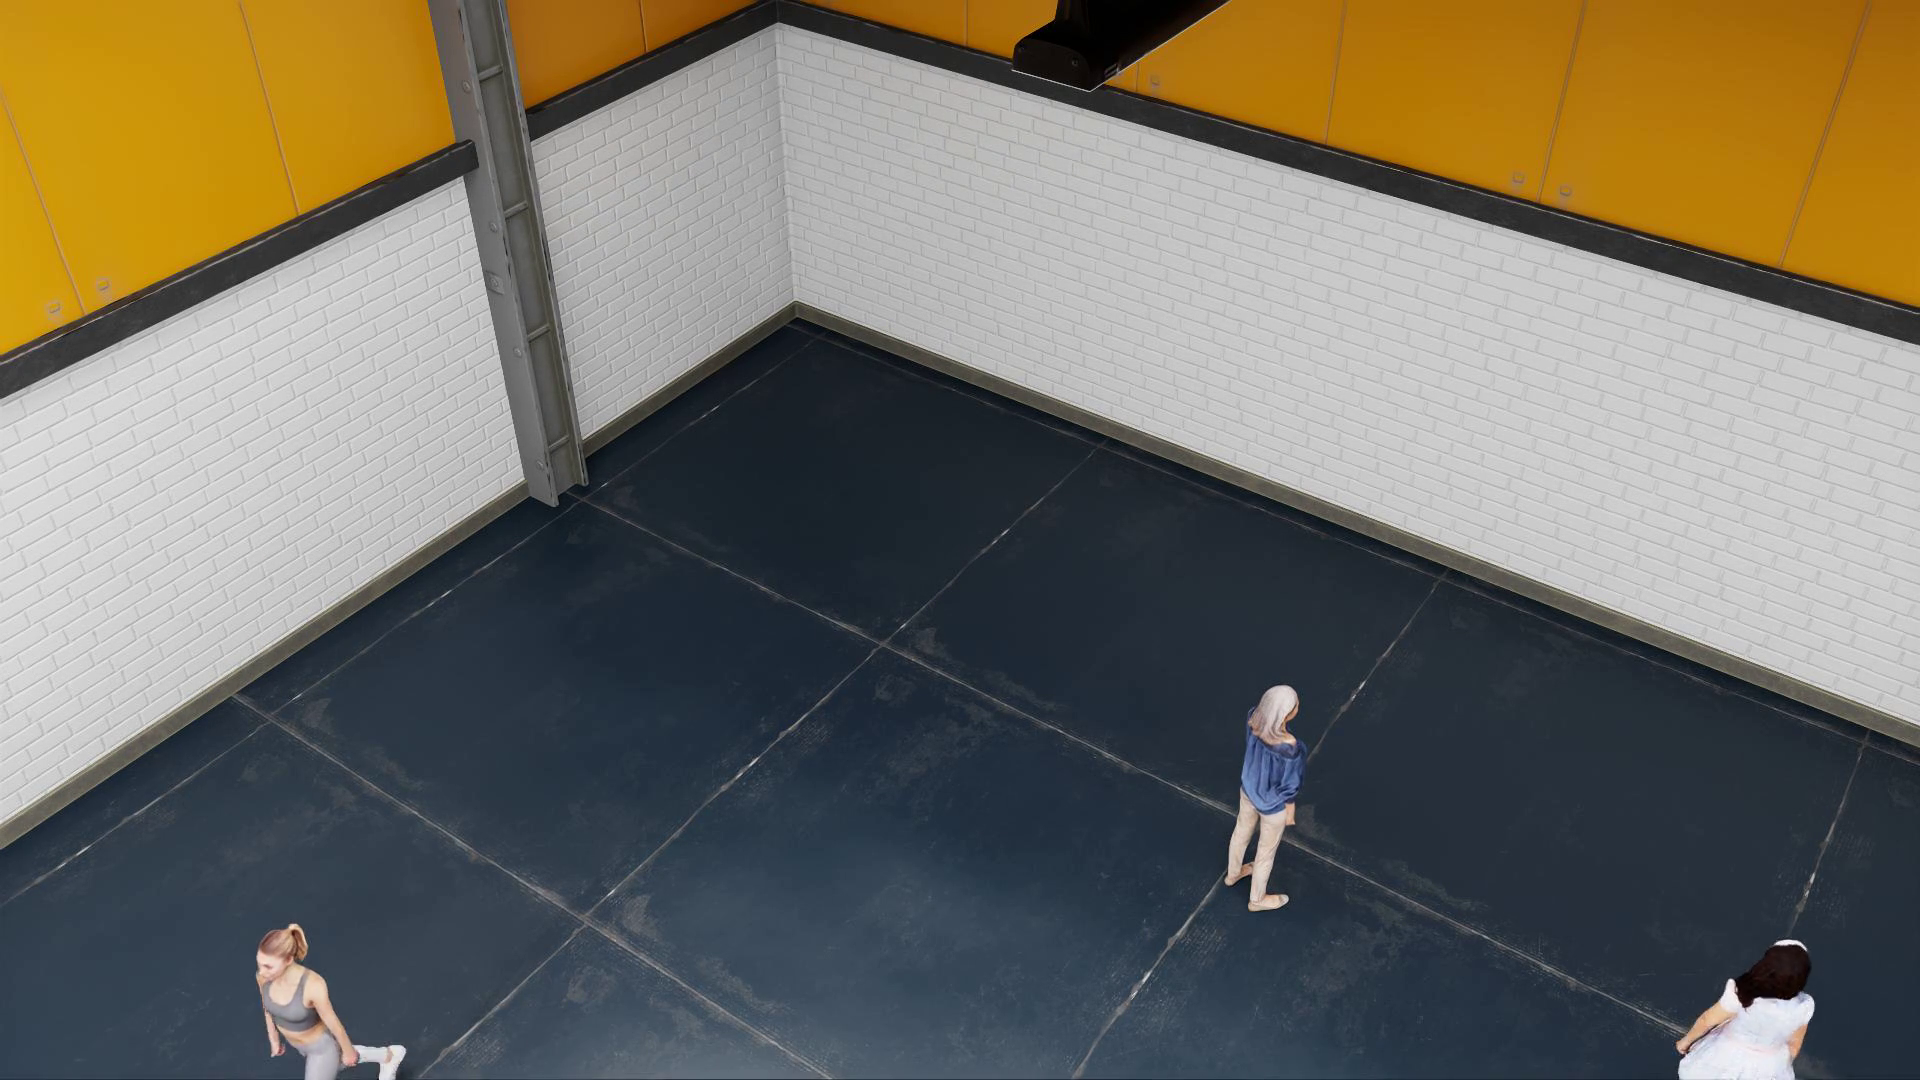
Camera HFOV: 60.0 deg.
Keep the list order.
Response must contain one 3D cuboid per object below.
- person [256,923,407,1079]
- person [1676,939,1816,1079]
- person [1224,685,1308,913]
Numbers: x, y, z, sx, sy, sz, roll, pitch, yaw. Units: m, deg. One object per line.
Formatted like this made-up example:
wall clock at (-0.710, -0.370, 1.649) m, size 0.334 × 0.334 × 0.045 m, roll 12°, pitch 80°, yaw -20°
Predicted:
person at (-3.208, 2.482, 8.431) m, size 0.707 × 1.671 × 1.151 m, roll 17°, pitch 42°, yaw 20°
person at (3.862, 2.617, 8.147) m, size 0.910 × 1.814 × 0.939 m, roll 3°, pitch 39°, yaw 4°
person at (1.773, 1.485, 9.659) m, size 0.705 × 1.698 × 0.698 m, roll -19°, pitch 42°, yaw -22°
